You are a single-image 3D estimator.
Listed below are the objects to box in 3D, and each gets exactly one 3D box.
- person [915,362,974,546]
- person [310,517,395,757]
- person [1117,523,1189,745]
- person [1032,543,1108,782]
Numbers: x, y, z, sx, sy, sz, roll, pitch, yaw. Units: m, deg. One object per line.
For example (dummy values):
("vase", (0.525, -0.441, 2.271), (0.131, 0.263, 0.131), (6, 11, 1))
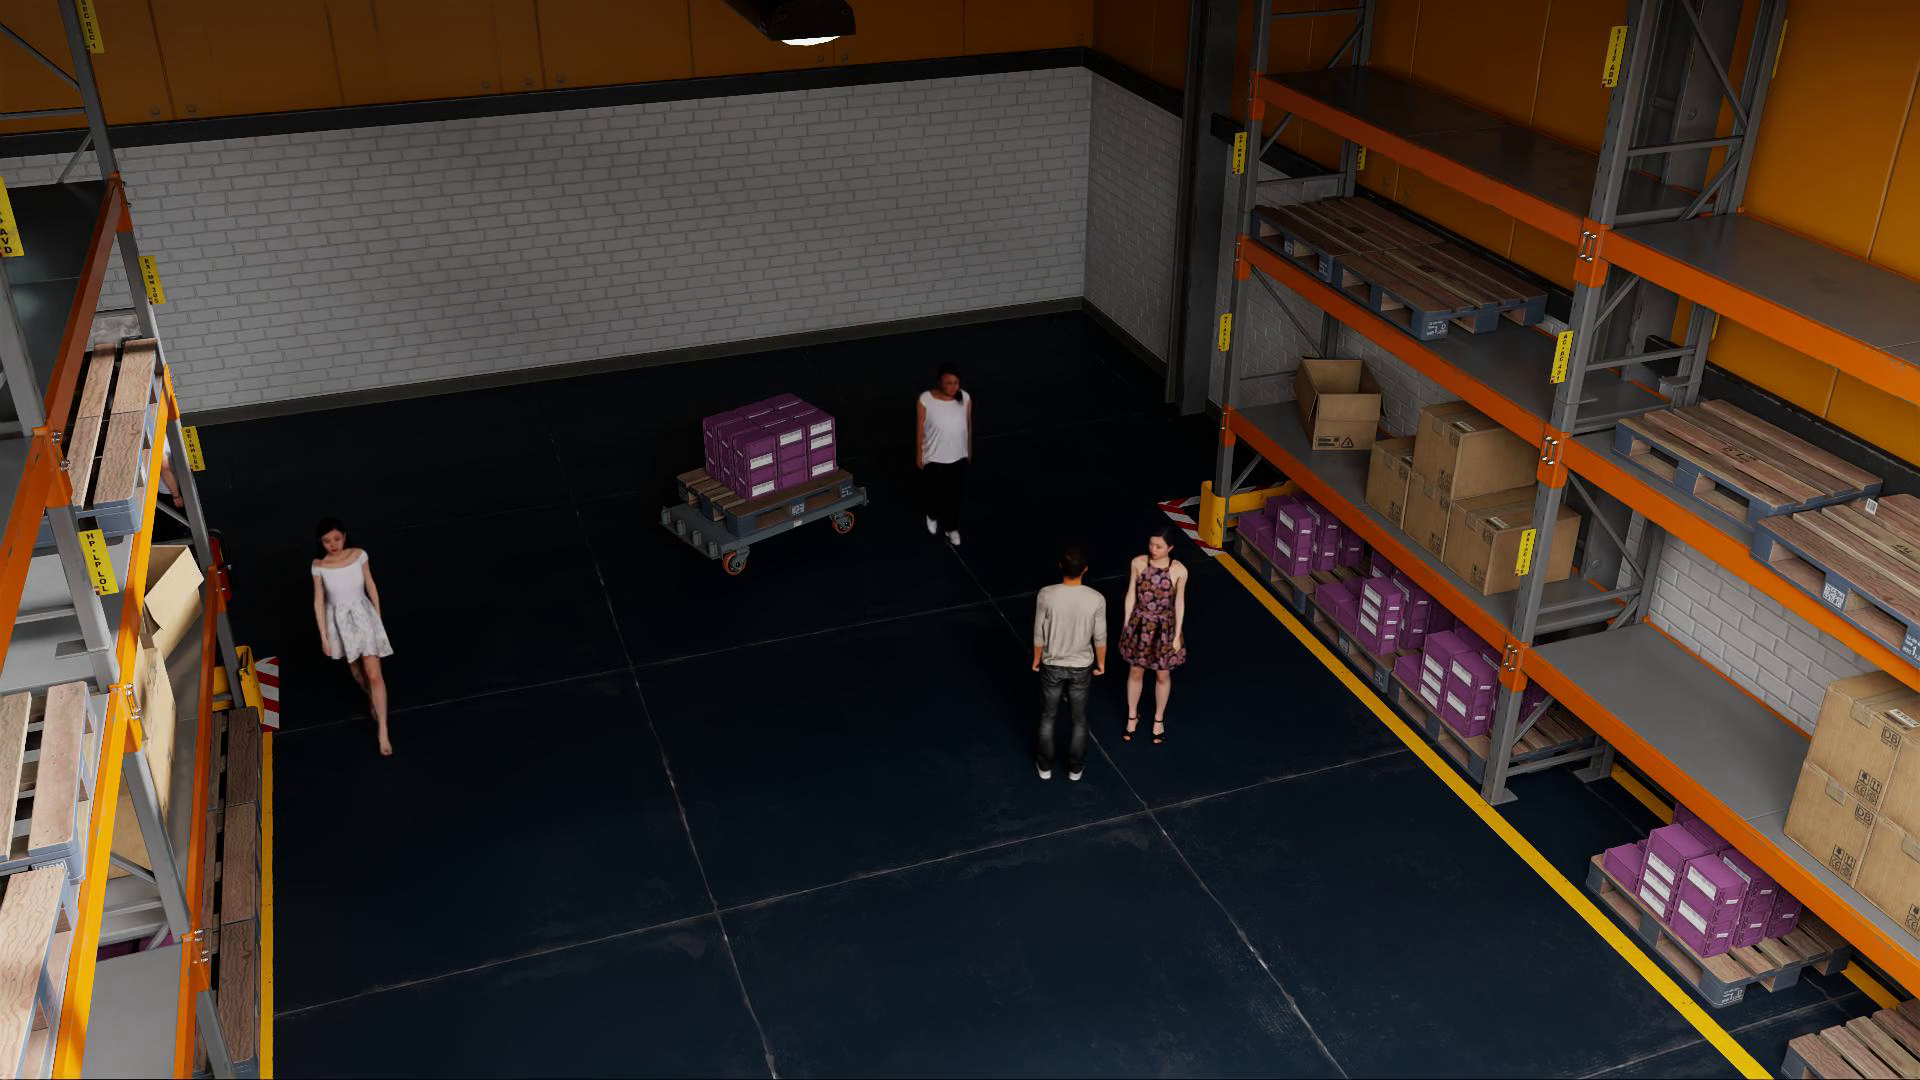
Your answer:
("person", (-0.143, -0.776, 14.422), (0.658, 1.678, 0.631), (-10, 30, -17))
("person", (-4.335, 0.598, 11.839), (0.658, 1.739, 1.047), (-12, 31, -21))
("person", (1.358, 0.658, 11.693), (0.802, 1.775, 0.849), (8, 30, 14))
("person", (0.732, 0.850, 11.311), (0.732, 1.804, 0.705), (2, 29, 4))
